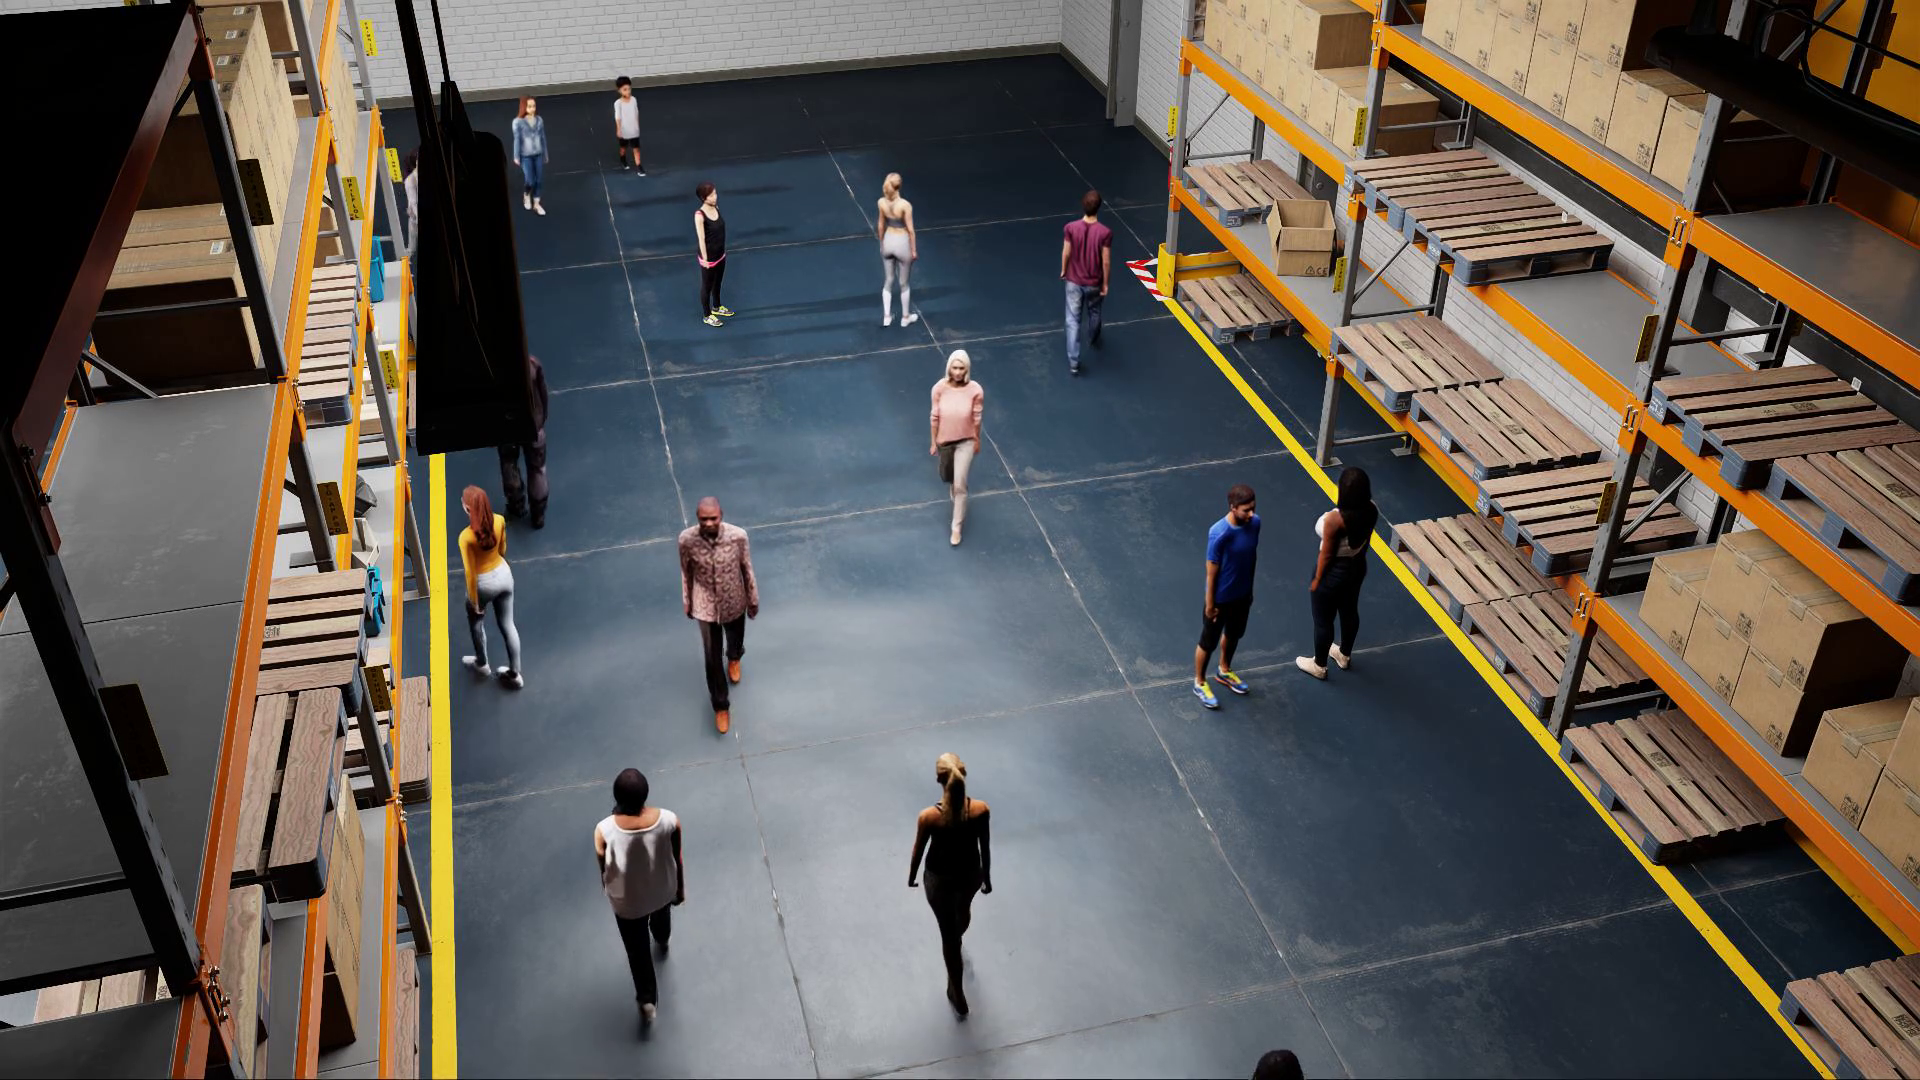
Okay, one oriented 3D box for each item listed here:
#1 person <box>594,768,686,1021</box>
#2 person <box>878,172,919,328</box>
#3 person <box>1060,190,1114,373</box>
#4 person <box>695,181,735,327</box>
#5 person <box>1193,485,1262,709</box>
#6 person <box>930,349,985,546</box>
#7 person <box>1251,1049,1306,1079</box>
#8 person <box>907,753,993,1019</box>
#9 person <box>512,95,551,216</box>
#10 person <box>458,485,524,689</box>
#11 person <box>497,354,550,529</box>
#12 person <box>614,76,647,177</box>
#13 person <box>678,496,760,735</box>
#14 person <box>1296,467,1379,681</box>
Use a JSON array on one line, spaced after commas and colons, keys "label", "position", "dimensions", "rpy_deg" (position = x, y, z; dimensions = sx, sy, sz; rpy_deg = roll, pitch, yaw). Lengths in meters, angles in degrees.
[{"label": "person", "position": [-1.886, 2.078, 9.825], "dimensions": [0.680, 1.653, 1.094], "rpy_deg": [-10, 35, -15]}, {"label": "person", "position": [-0.673, -3.052, 17.497], "dimensions": [0.677, 1.704, 0.726], "rpy_deg": [13, 36, 19]}, {"label": "person", "position": [1.234, -2.552, 16.658], "dimensions": [0.993, 1.801, 1.245], "rpy_deg": [5, 34, 8]}, {"label": "person", "position": [-2.644, -3.065, 17.654], "dimensions": [0.686, 1.552, 0.609], "rpy_deg": [13, 36, 19]}, {"label": "person", "position": [1.959, 0.373, 12.198], "dimensions": [0.676, 1.865, 0.670], "rpy_deg": [-22, 40, -30]}, {"label": "person", "position": [-0.036, -0.879, 14.234], "dimensions": [0.867, 1.698, 1.149], "rpy_deg": [3, 34, 5]}, {"label": "person", "position": [1.444, 3.204, 8.095], "dimensions": [0.904, 1.694, 0.600], "rpy_deg": [1, 34, 2]}, {"label": "person", "position": [-0.030, 2.034, 9.749], "dimensions": [0.641, 1.810, 1.000], "rpy_deg": [-7, 34, -10]}, {"label": "person", "position": [-5.227, -4.688, 20.173], "dimensions": [0.686, 1.466, 0.720], "rpy_deg": [-21, 39, -28]}, {"label": "person", "position": [-3.412, 0.377, 12.309], "dimensions": [0.915, 1.736, 0.819], "rpy_deg": [27, 42, 34]}, {"label": "person", "position": [-3.720, -0.952, 14.131], "dimensions": [0.739, 1.933, 0.710], "rpy_deg": [-13, 36, -19]}, {"label": "person", "position": [-4.287, -5.333, 21.341], "dimensions": [0.653, 1.248, 0.916], "rpy_deg": [-19, 38, -26]}, {"label": "person", "position": [-1.755, 0.433, 12.226], "dimensions": [0.757, 1.735, 1.176], "rpy_deg": [-6, 34, -8]}, {"label": "person", "position": [2.856, 0.242, 12.445], "dimensions": [0.706, 1.810, 0.695], "rpy_deg": [-19, 38, -26]}]
